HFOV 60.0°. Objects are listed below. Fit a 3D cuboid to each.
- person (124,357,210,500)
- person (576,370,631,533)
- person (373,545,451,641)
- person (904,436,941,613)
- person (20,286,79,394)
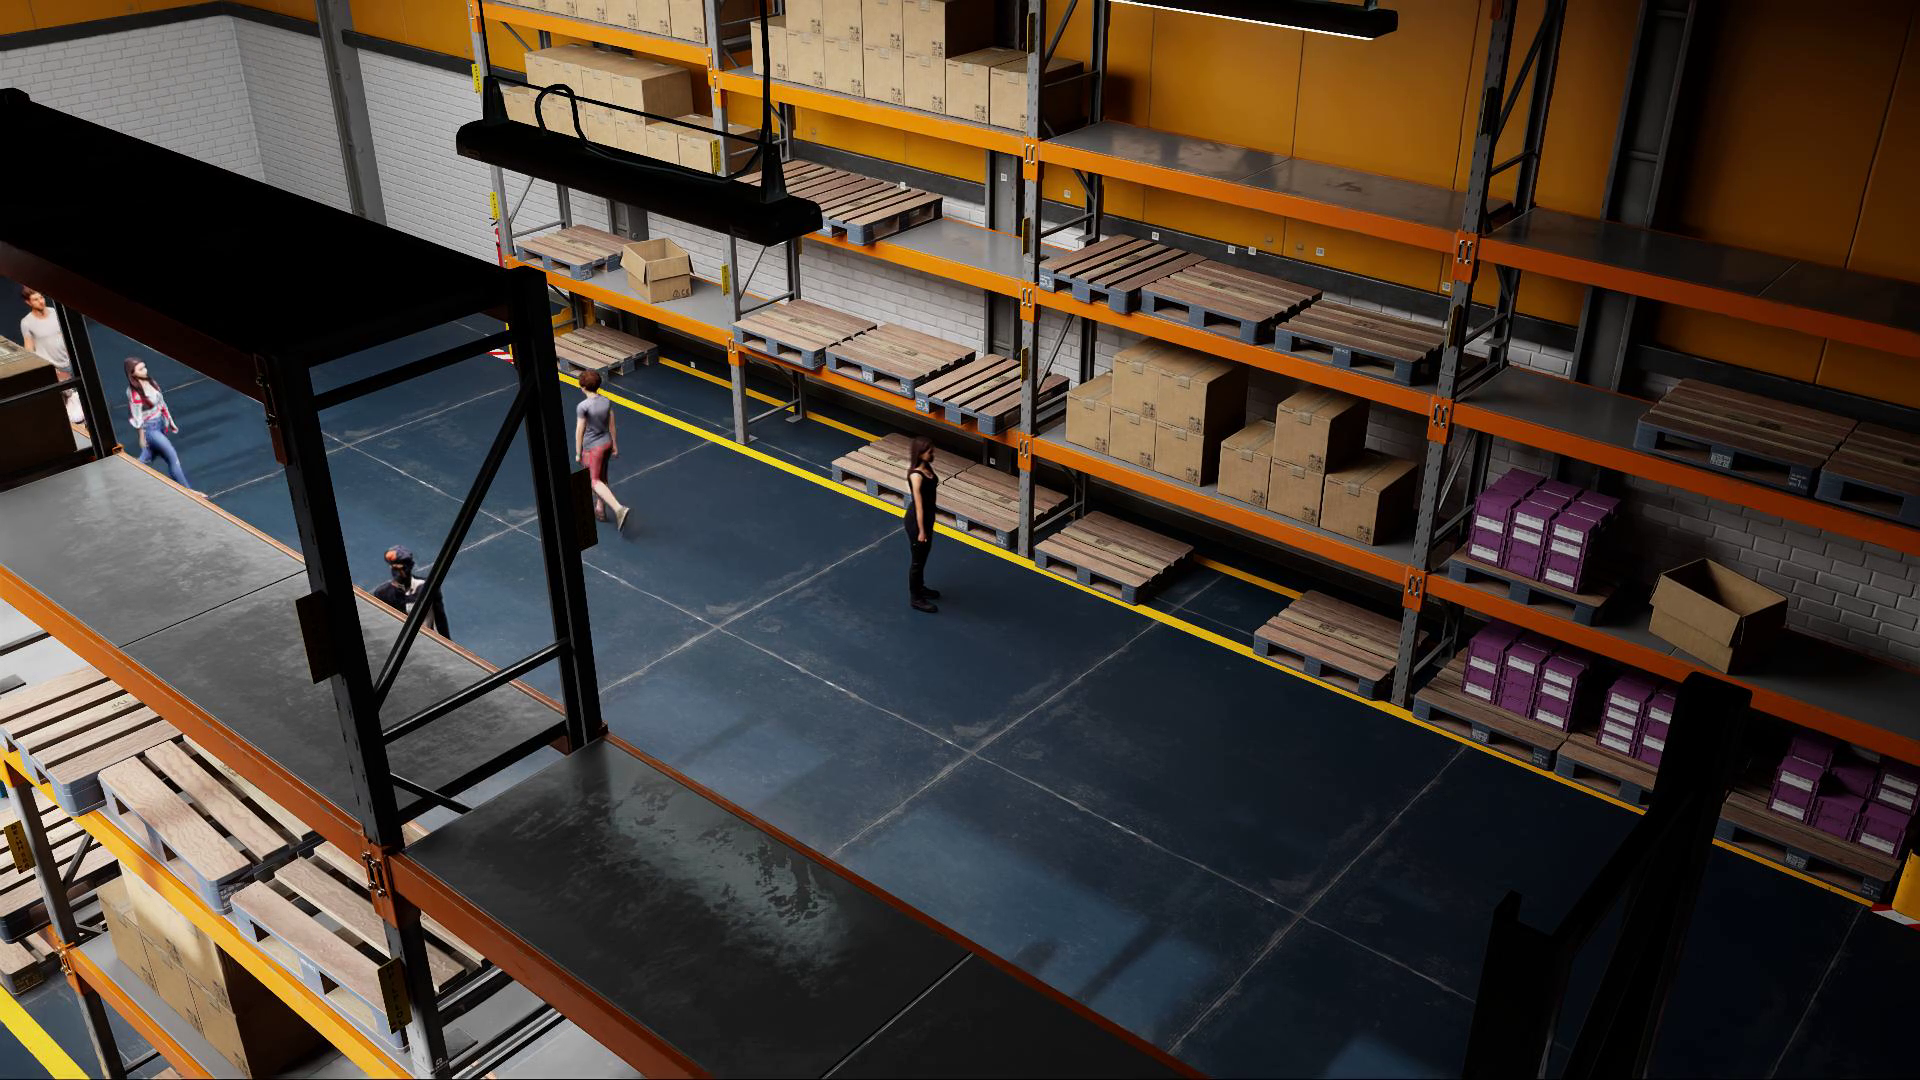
[{"bbox_3d":[-8.289,-1.104,16.918,1.159,1.574,1.024,1,29,2],"label":"person"},{"bbox_3d":[-3.534,-0.861,16.409,0.954,1.634,0.605,22,35,34],"label":"person"},{"bbox_3d":[-4.223,0.884,12.940,0.781,1.892,0.796,-7,29,-13],"label":"person"},{"bbox_3d":[-0.346,-0.168,15.083,0.700,1.687,0.678,4,29,7],"label":"person"},{"bbox_3d":[-9.850,-1.899,18.050,0.977,1.885,0.766,16,32,26],"label":"person"}]
